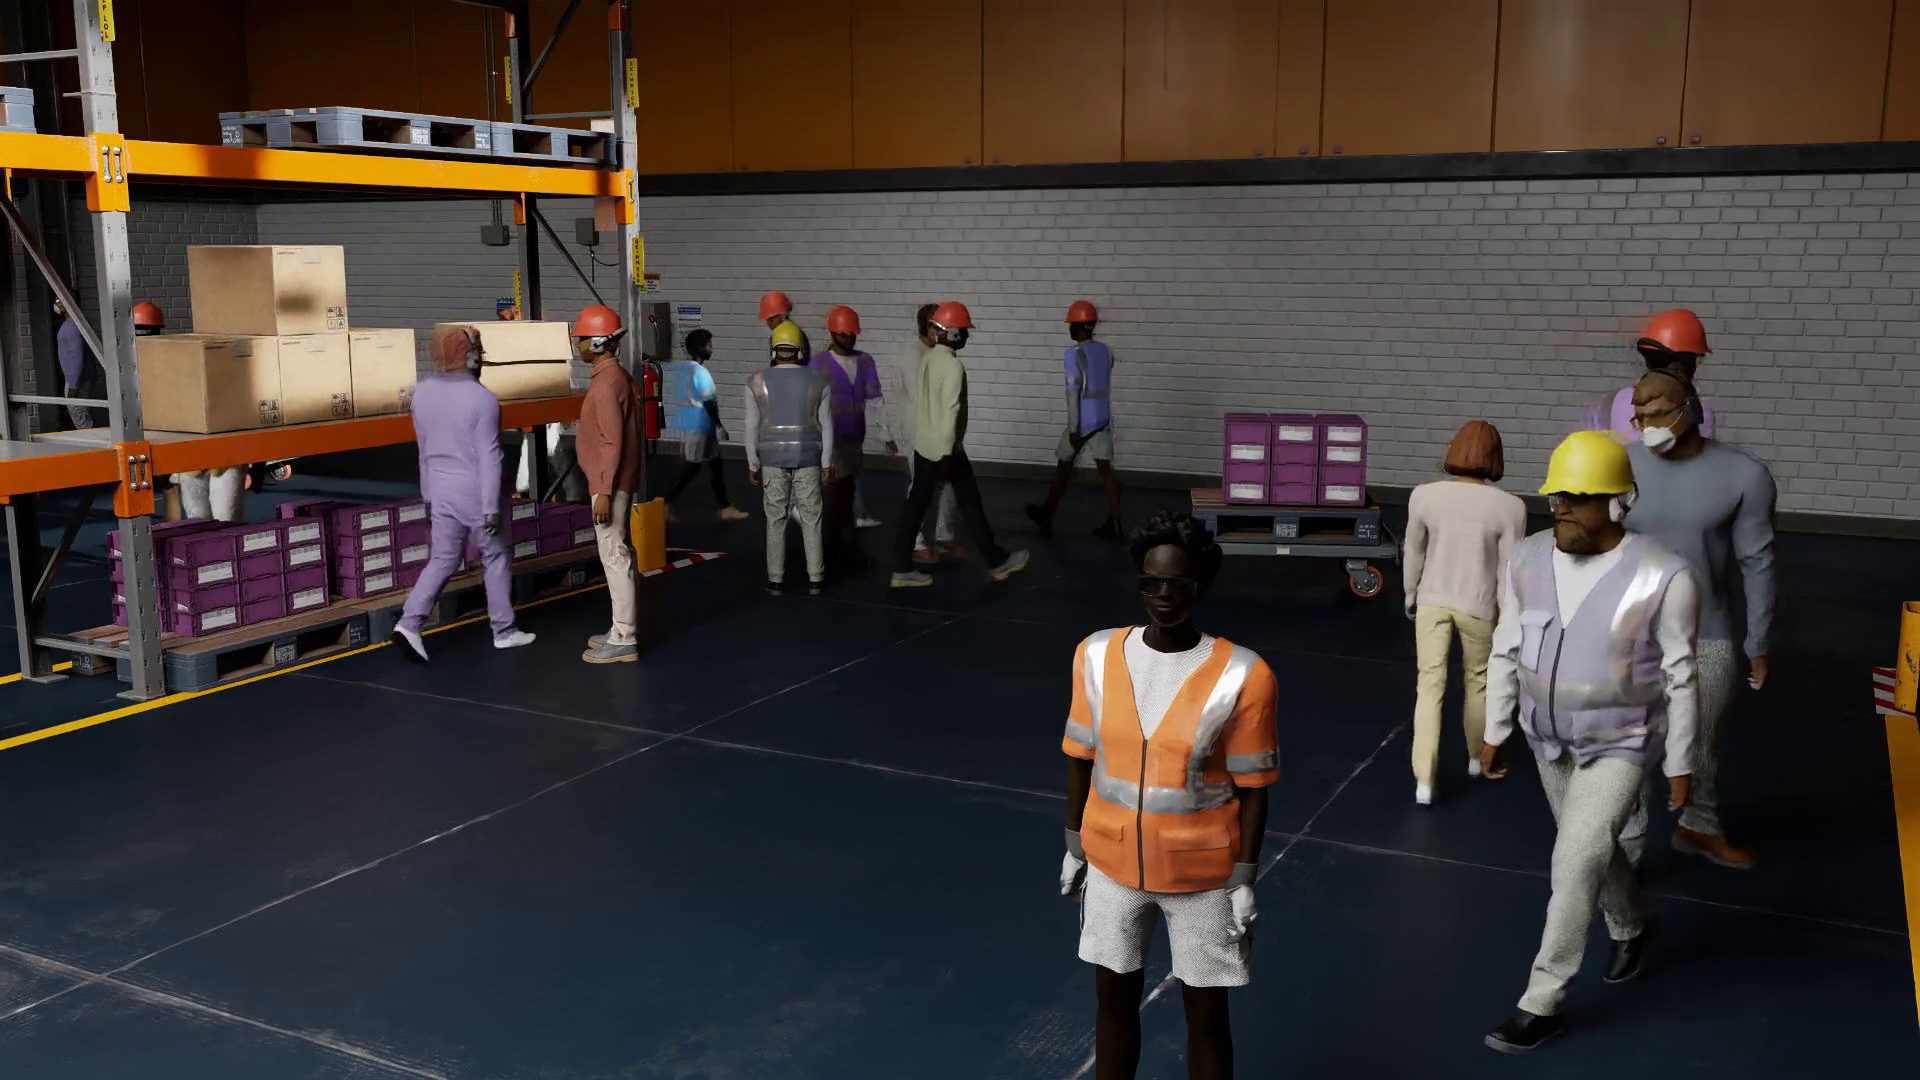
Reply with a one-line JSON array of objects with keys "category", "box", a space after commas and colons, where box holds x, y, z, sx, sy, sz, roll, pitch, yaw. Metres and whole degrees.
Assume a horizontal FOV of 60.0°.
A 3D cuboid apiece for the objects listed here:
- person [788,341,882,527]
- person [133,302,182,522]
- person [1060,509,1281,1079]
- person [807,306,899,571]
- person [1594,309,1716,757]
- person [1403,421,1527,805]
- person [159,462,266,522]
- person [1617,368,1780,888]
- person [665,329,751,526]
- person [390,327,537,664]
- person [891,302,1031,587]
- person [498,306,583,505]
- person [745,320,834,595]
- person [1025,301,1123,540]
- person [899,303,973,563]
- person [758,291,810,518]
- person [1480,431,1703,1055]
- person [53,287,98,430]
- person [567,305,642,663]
[{"category": "person", "box": [-1.062, -0.879, 13.770, 0.756, 1.604, 0.545, -5, 11, -27]}, {"category": "person", "box": [-5.795, -0.739, 11.970, 0.547, 1.932, 0.379, 0, 10, -1]}, {"category": "person", "box": [0.477, 0.767, 3.921, 0.535, 1.700, 0.318, 5, 11, 27]}, {"category": "person", "box": [-0.769, -0.732, 12.035, 0.567, 1.897, 0.855, -9, 13, -42]}, {"category": "person", "box": [3.096, -0.009, 7.446, 0.443, 2.029, 0.637, -4, 11, -24]}, {"category": "person", "box": [2.100, 0.289, 6.998, 0.514, 1.587, 0.850, 5, 11, 26]}, {"category": "person", "box": [-4.872, -0.492, 10.891, 0.629, 1.814, 0.865, 0, 10, -3]}, {"category": "person", "box": [2.576, 0.323, 5.981, 0.673, 1.896, 0.734, 5, 11, 25]}, {"category": "person", "box": [-2.203, -0.946, 13.950, 0.823, 1.658, 0.536, -3, 10, -16]}, {"category": "person", "box": [-2.807, -0.251, 9.313, 0.651, 1.875, 0.881, 5, 11, 29]}, {"category": "person", "box": [-0.023, -0.648, 11.392, 1.018, 1.938, 0.623, -5, 11, -27]}, {"category": "person", "box": [-3.690, -1.095, 14.350, 0.947, 1.818, 0.609, -5, 11, -28]}, {"category": "person", "box": [-1.134, -0.541, 11.104, 0.592, 1.834, 0.404, -1, 10, -5]}, {"category": "person", "box": [0.963, -0.974, 13.437, 0.562, 1.886, 0.999, -8, 13, -39]}, {"category": "person", "box": [-0.154, -0.763, 12.151, 0.597, 1.922, 0.650, 4, 11, 22]}, {"category": "person", "box": [-1.475, -1.170, 14.397, 0.582, 1.958, 0.702, -5, 11, -28]}, {"category": "person", "box": [1.897, 0.551, 4.936, 0.917, 1.790, 0.601, -7, 12, -35]}, {"category": "person", "box": [-8.939, -1.585, 16.845, 0.359, 1.938, 0.635, -4, 10, -21]}, {"category": "person", "box": [-1.975, -0.312, 9.313, 0.389, 1.992, 0.625, -1, 10, -5]}]
